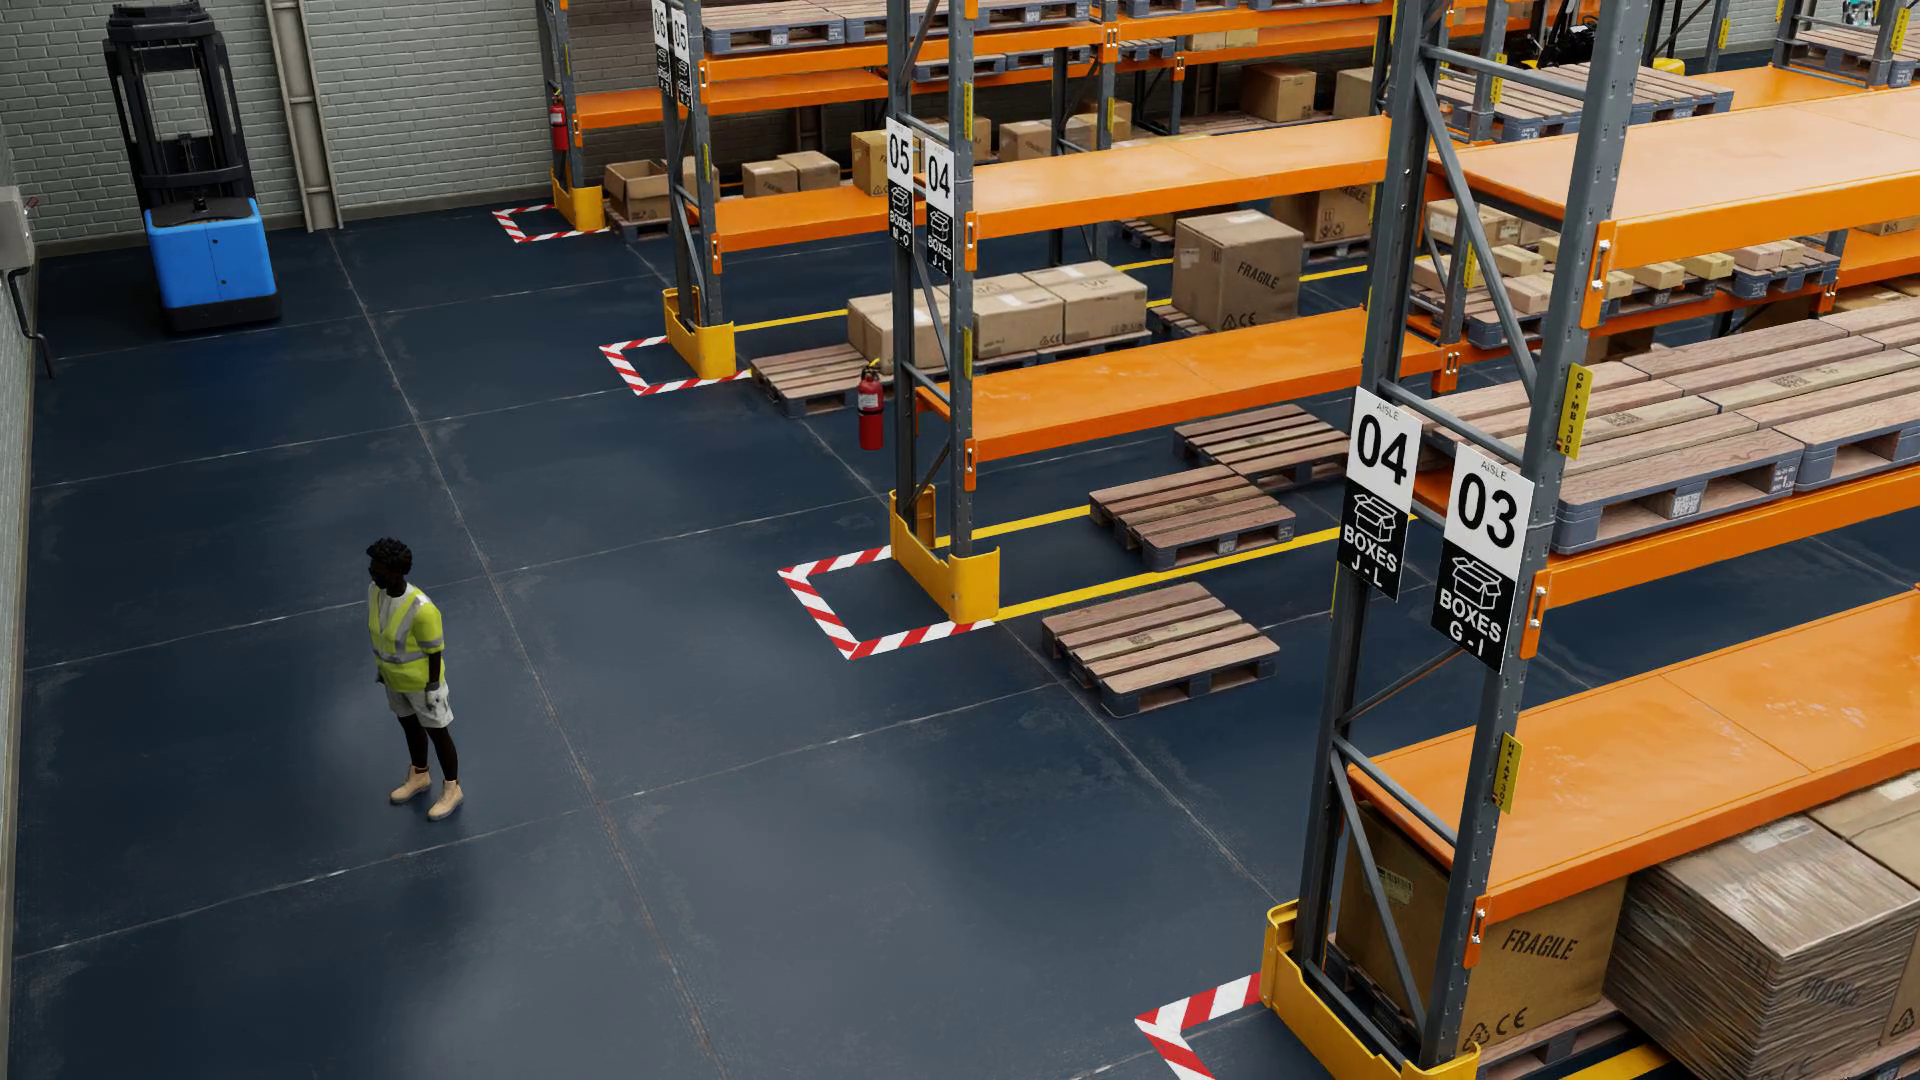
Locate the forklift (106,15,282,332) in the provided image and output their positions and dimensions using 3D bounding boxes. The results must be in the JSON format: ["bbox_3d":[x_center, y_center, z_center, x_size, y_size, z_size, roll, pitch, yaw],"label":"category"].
[{"bbox_3d":[-7.548,-3.672,16.323,1.129,2.768,1.873,-12,30,-22],"label":"forklift"}]

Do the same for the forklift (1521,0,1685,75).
[{"bbox_3d":[8.950,-6.807,23.056,1.214,2.155,2.313,-12,30,-22],"label":"forklift"}]

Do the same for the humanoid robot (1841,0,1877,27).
[{"bbox_3d":[13.965,-7.934,25.693,0.590,1.768,0.883,4,28,8],"label":"humanoid robot"}]

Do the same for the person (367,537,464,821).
[{"bbox_3d":[-3.013,0.750,9.115,0.532,1.696,0.318,17,32,30],"label":"person"}]
